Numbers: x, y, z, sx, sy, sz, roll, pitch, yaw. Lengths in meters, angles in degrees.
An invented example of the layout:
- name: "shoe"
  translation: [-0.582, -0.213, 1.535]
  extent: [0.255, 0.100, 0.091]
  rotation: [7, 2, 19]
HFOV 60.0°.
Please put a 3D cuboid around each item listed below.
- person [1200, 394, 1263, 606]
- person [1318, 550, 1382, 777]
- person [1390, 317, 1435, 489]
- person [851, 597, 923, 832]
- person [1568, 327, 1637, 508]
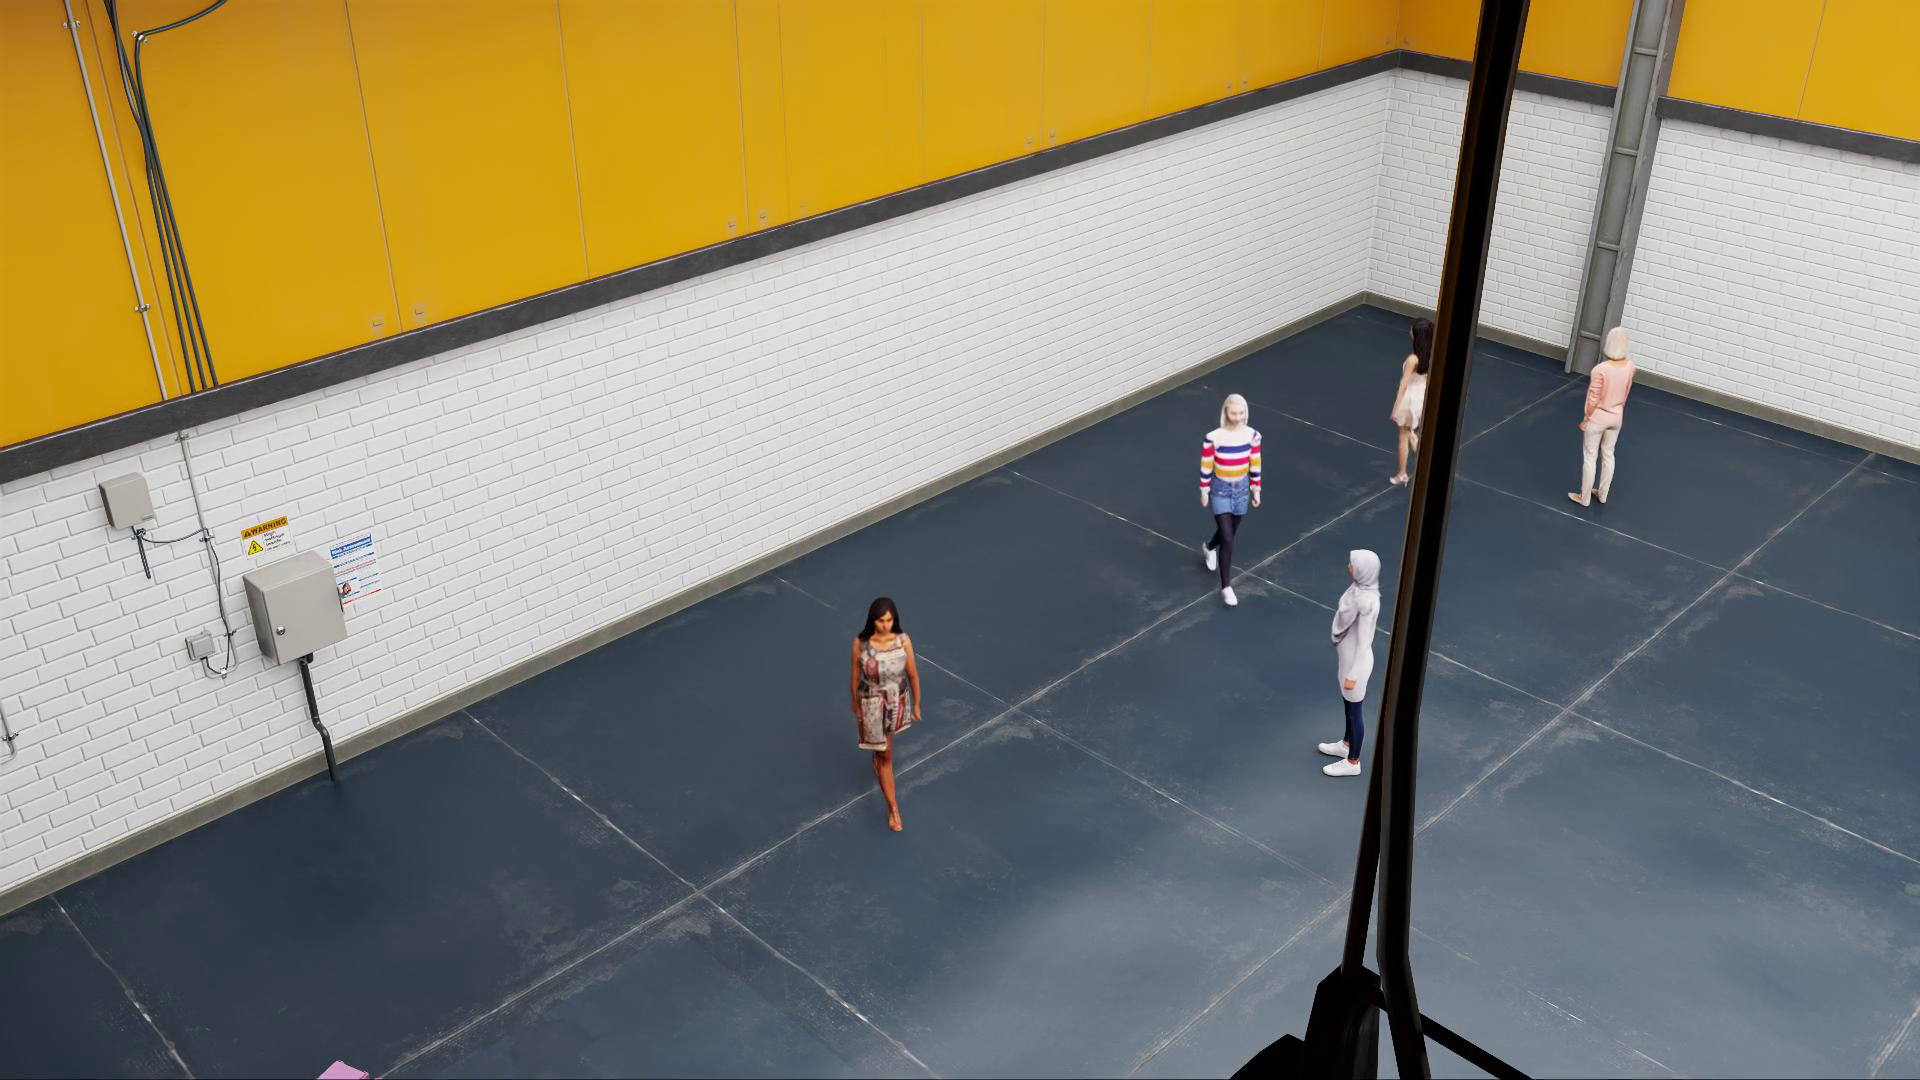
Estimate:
- name: "person"
  translation: [2.236, -0.411, 13.951]
  extent: [1.036, 1.776, 1.214]
  rotation: [-6, 29, -12]
- name: "person"
  translation: [2.765, 0.853, 11.633]
  extent: [0.735, 1.775, 0.703]
  rotation: [4, 29, 7]
- name: "person"
  translation: [4.283, -1.230, 15.503]
  extent: [0.629, 1.727, 0.709]
  rotation: [-21, 35, -34]
- name: "person"
  translation: [-0.533, 1.074, 11.418]
  extent: [0.999, 1.593, 1.213]
  rotation: [-6, 29, -12]
- name: "person"
  translation: [5.932, -1.134, 15.330]
  extent: [0.679, 1.724, 0.670]
  rotation: [-9, 30, -16]
